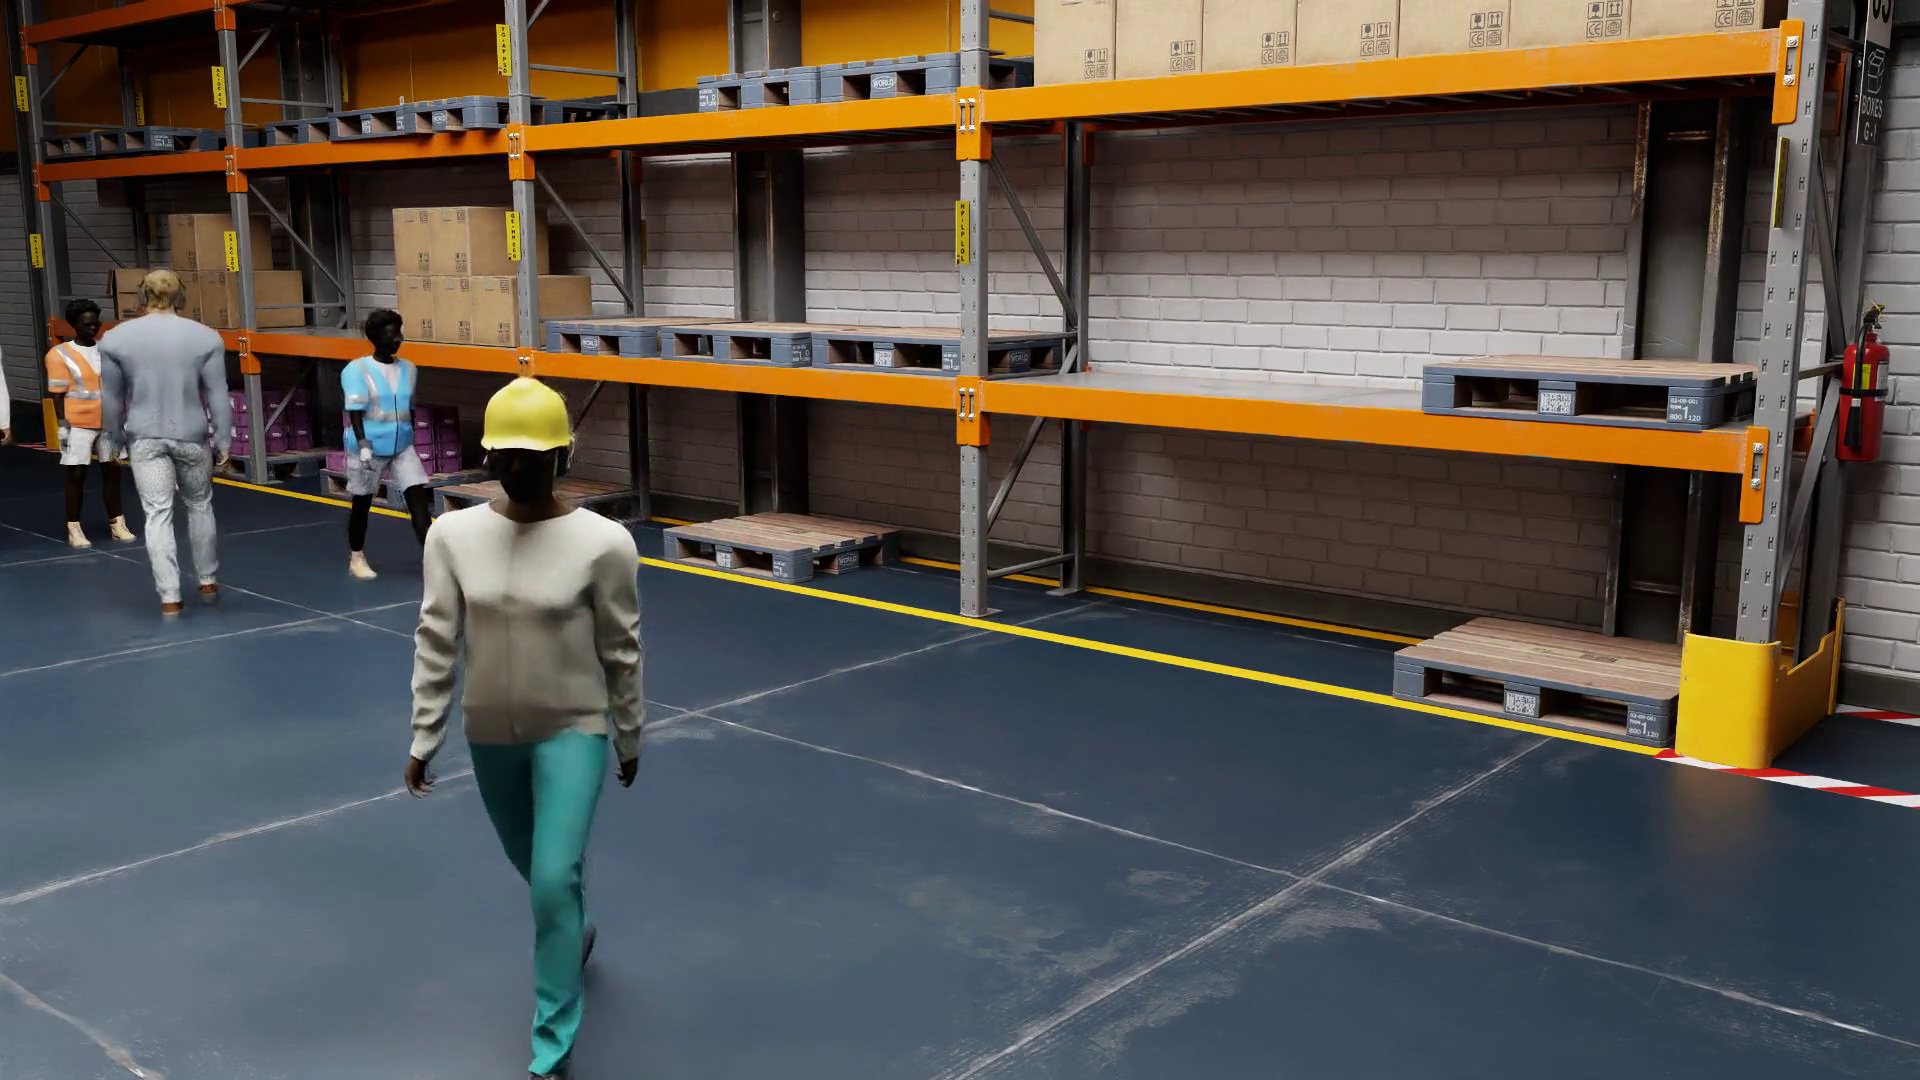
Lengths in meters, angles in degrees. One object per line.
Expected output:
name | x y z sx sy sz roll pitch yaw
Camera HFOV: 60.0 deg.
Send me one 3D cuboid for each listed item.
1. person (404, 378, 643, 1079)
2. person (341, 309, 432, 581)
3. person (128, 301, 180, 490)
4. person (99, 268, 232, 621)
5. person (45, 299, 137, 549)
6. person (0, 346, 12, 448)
person | -1.039 0.447 4.136 0.526 1.725 0.894 1 10 6
person | -3.419 -0.545 9.986 0.873 1.654 0.551 7 12 36
person | -6.672 -1.199 13.790 0.277 1.629 0.496 7 12 33
person | -4.411 -0.547 9.283 0.647 1.899 0.880 -5 11 -24
person | -5.887 -0.786 11.269 0.320 1.688 0.533 6 12 32
person | -6.662 -0.799 11.027 0.631 1.786 0.904 -6 12 -32
